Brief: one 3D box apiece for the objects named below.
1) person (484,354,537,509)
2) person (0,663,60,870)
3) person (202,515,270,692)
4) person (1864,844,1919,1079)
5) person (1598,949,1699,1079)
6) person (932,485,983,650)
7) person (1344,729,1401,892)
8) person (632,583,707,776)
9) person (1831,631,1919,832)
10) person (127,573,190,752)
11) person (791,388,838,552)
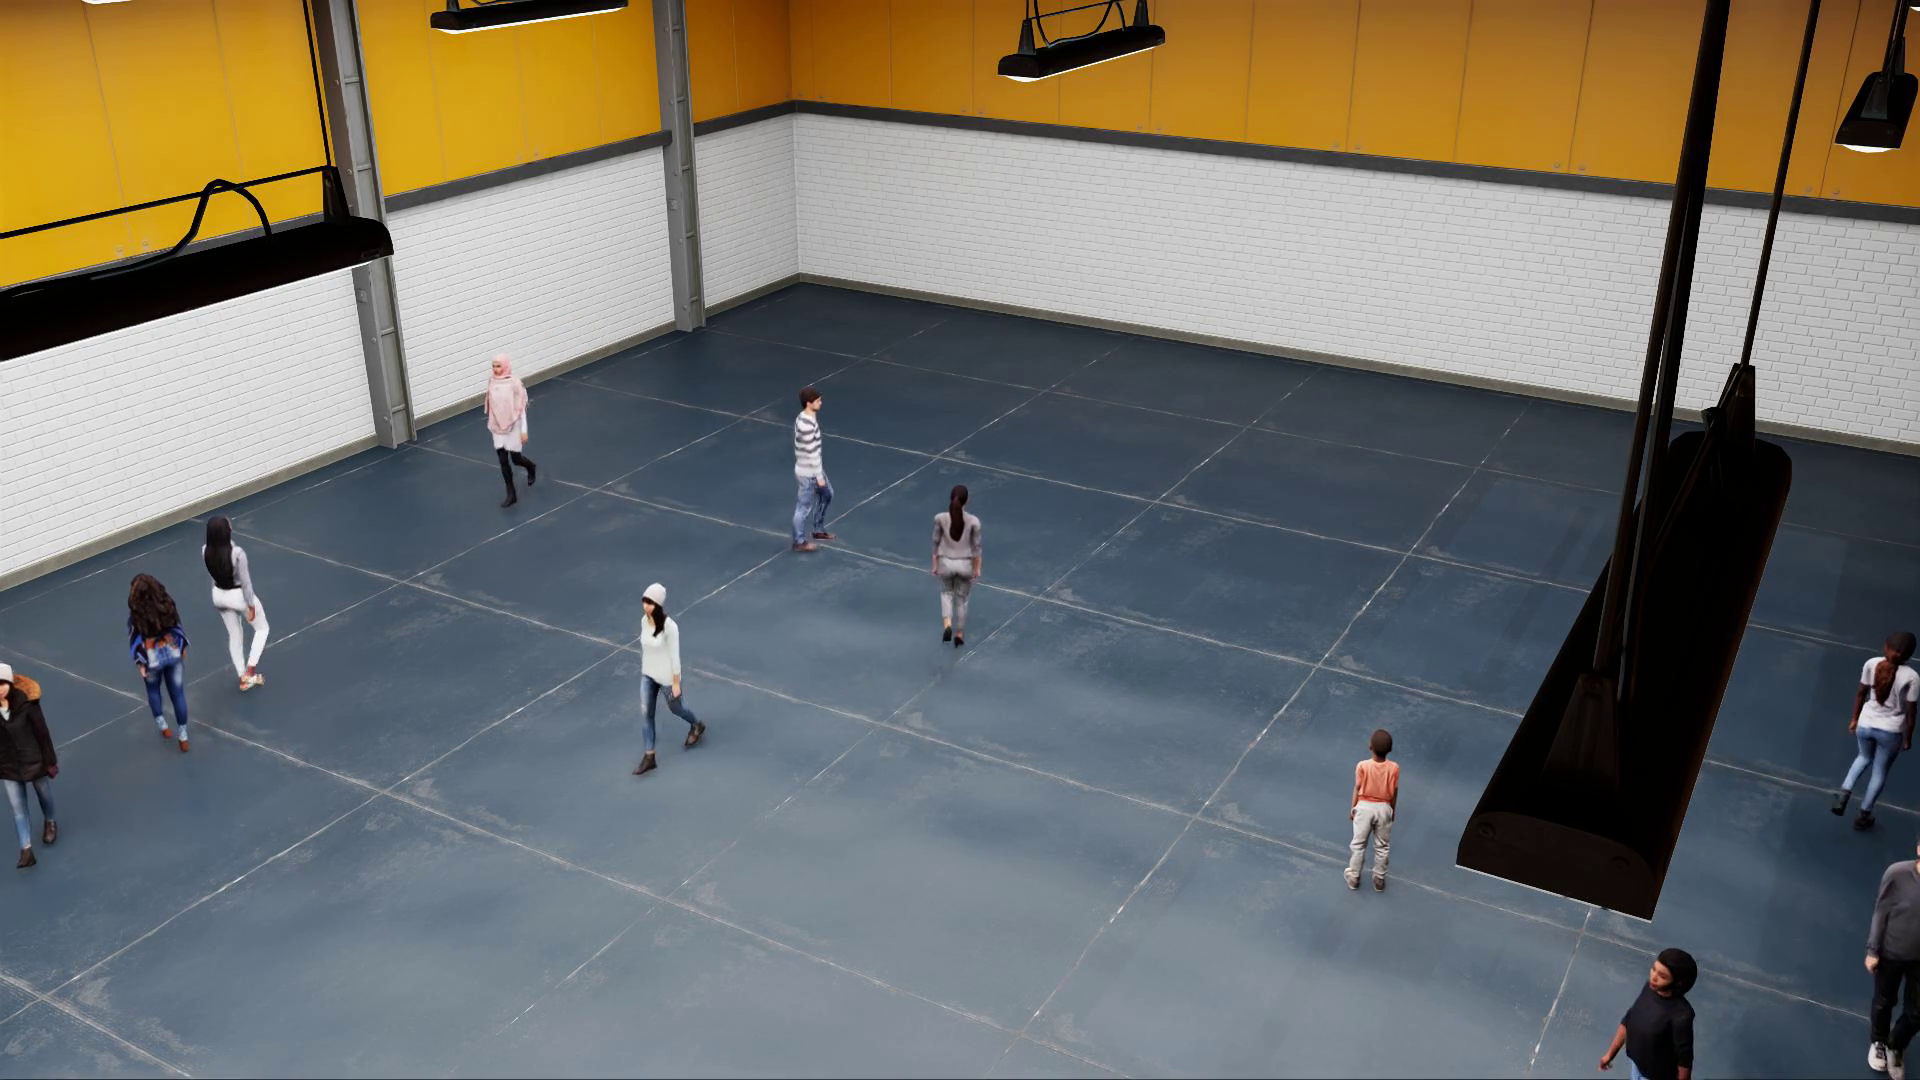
[{"bbox_3d":[-5.175,-1.294,19.210,0.764,1.788,1.002,7,25,16],"label":"person"},{"bbox_3d":[-7.136,1.649,12.710,1.027,1.601,1.067,-8,25,-17],"label":"person"},{"bbox_3d":[-6.572,0.602,14.963,0.700,1.715,0.747,4,24,10],"label":"person"},{"bbox_3d":[5.953,2.545,10.476,0.659,1.749,0.655,9,25,20],"label":"person"},{"bbox_3d":[4.036,3.020,9.467,0.801,1.688,0.743,-3,24,-6],"label":"person"},{"bbox_3d":[-0.049,0.306,15.710,0.722,1.660,0.729,3,24,8],"label":"person"},{"bbox_3d":[3.060,1.996,12.283,0.534,1.308,0.556,2,24,6],"label":"person"},{"bbox_3d":[-2.438,1.120,13.911,0.616,1.609,1.083,15,28,30],"label":"person"},{"bbox_3d":[7.095,1.507,12.901,0.810,1.709,0.739,-15,28,-31],"label":"person"},{"bbox_3d":[-6.735,1.048,14.083,0.752,1.603,0.818,-15,28,-31],"label":"person"},{"bbox_3d":[-1.720,-0.742,17.892,0.876,1.832,0.815,0,24,-1],"label":"person"}]
